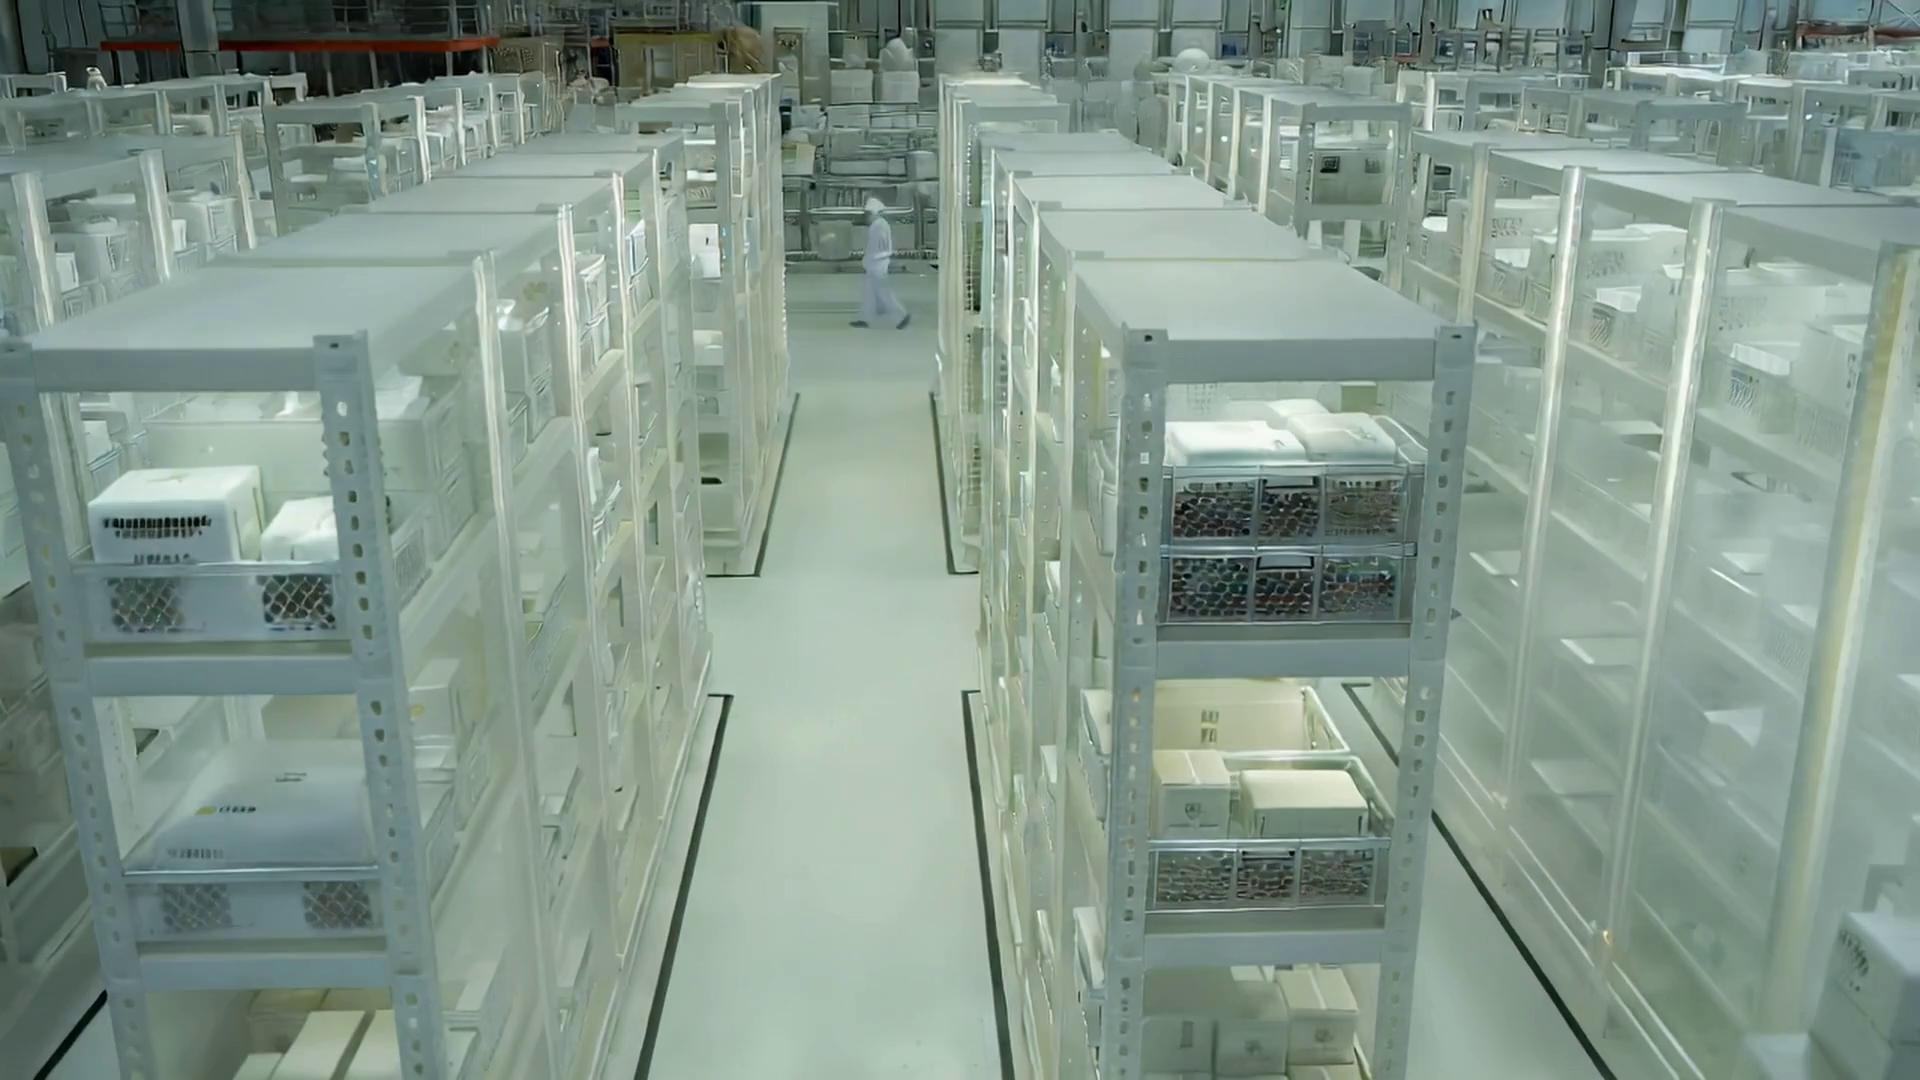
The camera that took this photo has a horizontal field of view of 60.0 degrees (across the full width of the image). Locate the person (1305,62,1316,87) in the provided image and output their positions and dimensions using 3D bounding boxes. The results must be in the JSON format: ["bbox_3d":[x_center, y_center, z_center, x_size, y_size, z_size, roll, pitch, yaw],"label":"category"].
[{"bbox_3d":[16.125,-21.055,76.278,0.921,1.723,0.519,-5,19,-15],"label":"person"}]

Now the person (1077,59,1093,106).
[{"bbox_3d":[5.435,-19.900,72.347,0.629,1.938,1.027,-8,19,-23],"label":"person"}]

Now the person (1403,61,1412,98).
[{"bbox_3d":[20.957,-21.572,77.914,0.540,1.695,0.317,-9,20,-25],"label":"person"}]

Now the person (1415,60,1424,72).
[{"bbox_3d":[20.166,-20.090,73.028,0.561,1.892,0.606,9,20,27],"label":"person"}]

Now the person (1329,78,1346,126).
[{"bbox_3d":[12.954,-14.845,56.852,0.623,1.857,0.531,1,18,2],"label":"person"}]

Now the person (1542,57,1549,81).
[{"bbox_3d":[27.855,-21.997,79.026,0.512,1.828,0.785,-17,24,-42],"label":"person"}]

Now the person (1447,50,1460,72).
[{"bbox_3d":[26.110,-24.915,87.982,0.554,1.881,0.983,-10,20,-27],"label":"person"}]

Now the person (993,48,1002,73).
[{"bbox_3d":[1.972,-25.867,90.861,0.673,1.914,0.548,14,22,36],"label":"person"}]

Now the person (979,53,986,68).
[{"bbox_3d":[1.105,-23.309,82.961,0.923,1.911,0.638,-8,20,-24],"label":"person"}]

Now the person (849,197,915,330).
[{"bbox_3d":[-1.062,-3.752,22.616,0.860,1.805,0.600,0,18,1],"label":"person"}]

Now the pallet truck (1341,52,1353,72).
[{"bbox_3d":[18.794,-23.123,82.231,0.823,1.965,1.885,-13,22,-35],"label":"pallet truck"}]

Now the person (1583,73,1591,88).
[{"bbox_3d":[24.290,-17.175,64.329,0.319,1.686,0.534,-8,19,-23],"label":"person"}]

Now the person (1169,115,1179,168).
[{"bbox_3d":[5.113,-9.350,40.014,0.364,1.755,0.532,-3,18,-9],"label":"person"}]

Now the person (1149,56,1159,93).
[{"bbox_3d":[9.634,-23.122,82.636,0.485,1.744,0.295,4,18,11],"label":"person"}]

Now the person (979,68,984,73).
[{"bbox_3d":[0.838,-17.449,64.890,0.507,1.865,0.329,-12,21,-32],"label":"person"}]

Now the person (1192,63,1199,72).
[{"bbox_3d":[9.281,-17.802,65.709,0.605,2.033,0.392,5,19,16],"label":"person"}]

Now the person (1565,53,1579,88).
[{"bbox_3d":[30.505,-23.275,82.867,0.452,1.896,0.679,-12,21,-32],"label":"person"}]

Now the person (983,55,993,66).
[{"bbox_3d":[1.293,-22.347,79.959,0.585,1.917,0.382,14,22,36],"label":"person"}]

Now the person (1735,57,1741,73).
[{"bbox_3d":[35.976,-21.422,77.141,0.583,1.883,0.985,1,18,2],"label":"person"}]

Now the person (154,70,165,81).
[{"bbox_3d":[-30.078,-16.722,62.604,0.341,1.882,0.587,0,18,1],"label":"person"}]

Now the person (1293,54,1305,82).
[{"bbox_3d":[16.898,-23.264,82.919,0.625,1.844,0.429,7,19,21],"label":"person"}]

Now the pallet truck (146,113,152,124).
[{"bbox_3d":[-18.087,-8.309,36.390,1.885,1.965,0.823,-1,18,-4],"label":"pallet truck"}]

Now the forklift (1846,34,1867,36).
[{"bbox_3d":[44.079,-23.555,82.154,1.129,2.768,1.873,-1,18,-3],"label":"forklift"}]

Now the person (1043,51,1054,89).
[{"bbox_3d":[4.511,-24.330,86.074,0.662,1.923,0.642,15,24,40],"label":"person"}]

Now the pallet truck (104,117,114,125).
[{"bbox_3d":[-18.367,-7.885,35.078,1.885,1.965,0.823,1,18,2],"label":"pallet truck"}]

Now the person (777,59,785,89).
[{"bbox_3d":[-8.762,-22.751,81.355,0.431,1.836,0.619,-6,19,-17],"label":"person"}]

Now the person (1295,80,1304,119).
[{"bbox_3d":[11.447,-14.621,56.231,0.599,1.811,0.668,1,18,4],"label":"person"}]

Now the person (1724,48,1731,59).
[{"bbox_3d":[41.566,-25.690,90.293,0.368,1.932,0.622,0,18,1],"label":"person"}]
